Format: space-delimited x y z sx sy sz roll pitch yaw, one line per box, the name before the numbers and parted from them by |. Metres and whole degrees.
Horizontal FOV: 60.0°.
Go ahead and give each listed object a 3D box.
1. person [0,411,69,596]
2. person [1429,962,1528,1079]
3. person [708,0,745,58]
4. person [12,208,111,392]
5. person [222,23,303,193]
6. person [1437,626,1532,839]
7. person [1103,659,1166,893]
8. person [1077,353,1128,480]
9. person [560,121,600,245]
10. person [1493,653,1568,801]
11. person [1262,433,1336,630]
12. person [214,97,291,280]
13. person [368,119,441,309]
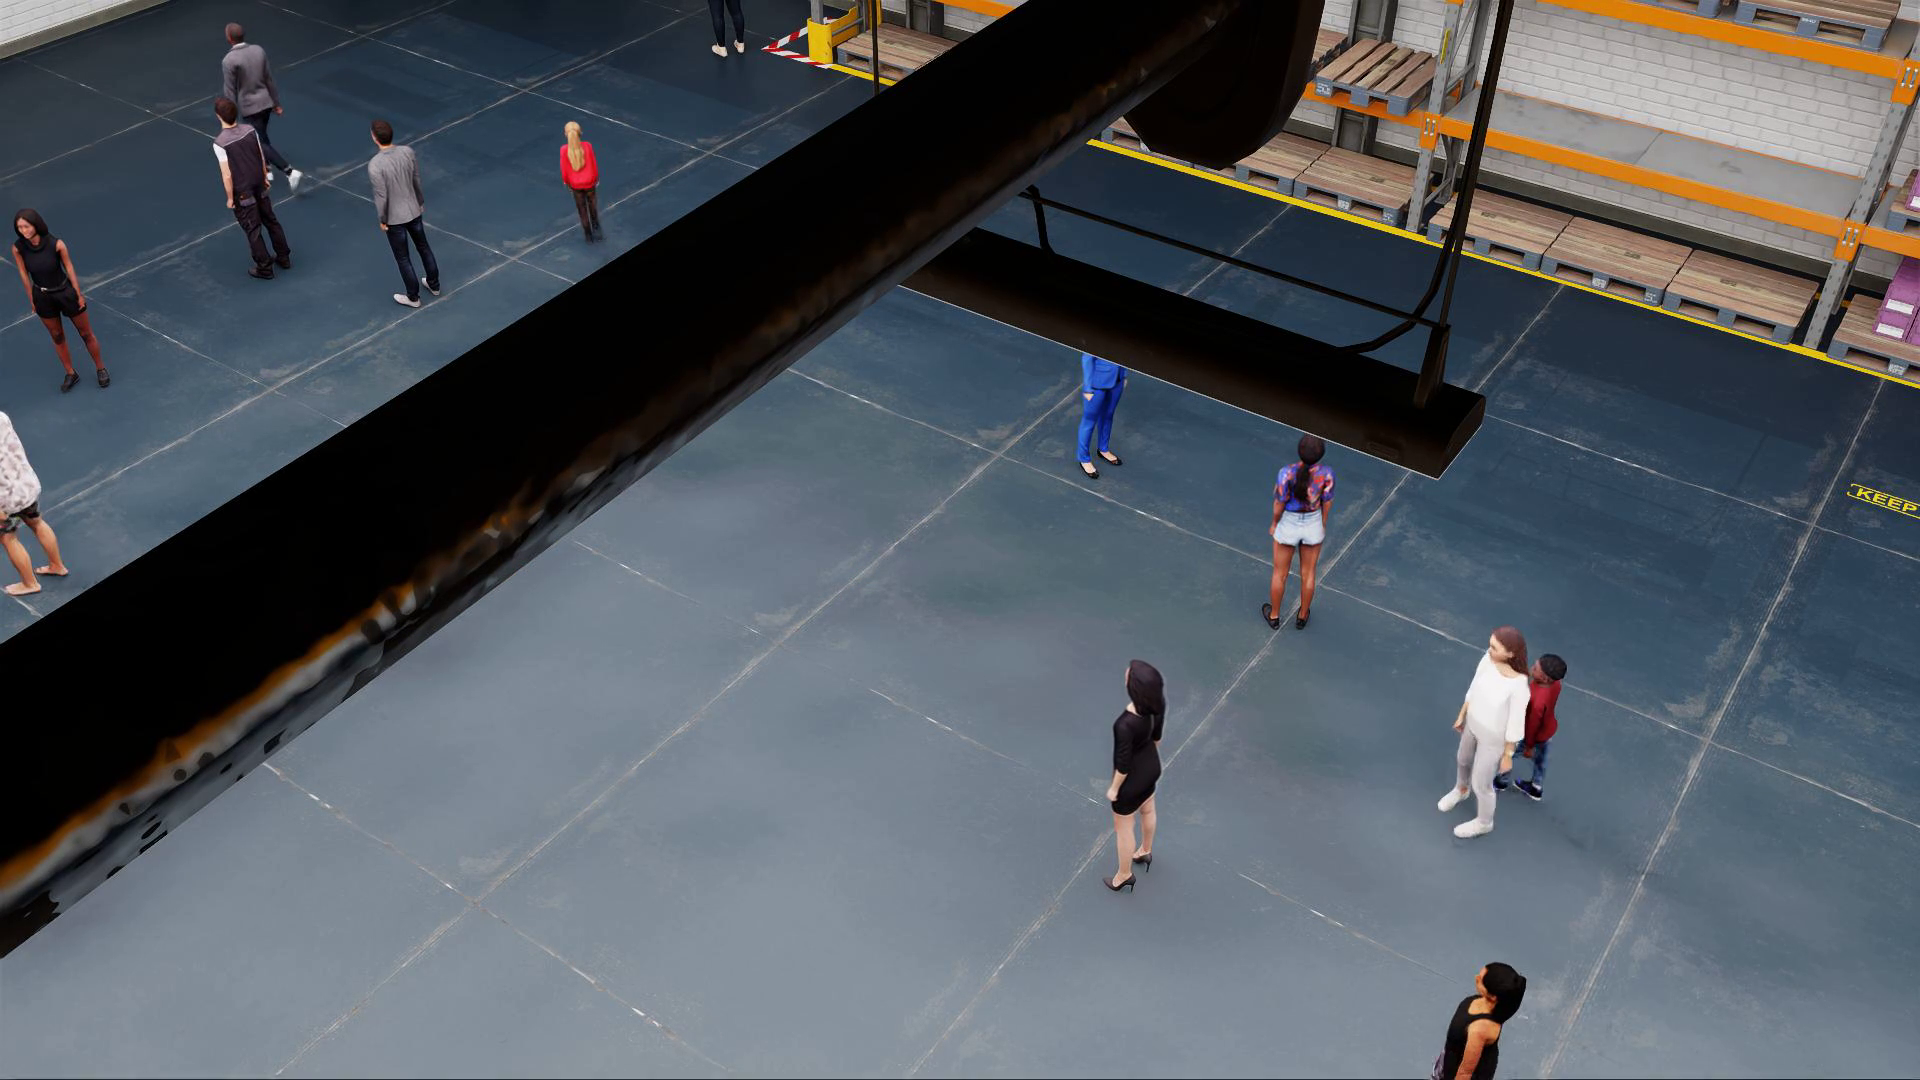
person | -7.090 -0.408 12.493 0.825 1.810 0.803 4 39 5
person | 2.720 2.771 8.649 1.007 1.640 0.633 20 43 23
person | -2.950 -6.940 20.673 0.733 1.810 0.748 -18 42 -21
person | -7.974 -2.128 14.703 0.663 1.740 0.707 -9 39 -11
person | -7.444 -4.568 17.720 1.111 1.787 0.803 19 42 22
person | 3.381 1.197 10.589 0.790 1.678 0.679 -19 42 -22
person | 1.070 1.453 10.168 0.524 1.803 0.624 29 47 31
person | 1.172 -1.320 13.722 0.668 1.701 0.631 -28 46 -31
person | -3.847 -3.626 16.956 0.716 1.269 0.798 -11 40 -14
person | 3.820 1.258 10.865 0.657 1.238 0.540 28 46 31
person | 2.471 -0.069 12.124 0.623 1.741 0.727 2 39 2
person | -6.958 -3.446 16.267 0.577 1.848 0.657 20 43 24
person | -5.315 -3.119 15.836 0.578 1.874 0.669 23 44 26
